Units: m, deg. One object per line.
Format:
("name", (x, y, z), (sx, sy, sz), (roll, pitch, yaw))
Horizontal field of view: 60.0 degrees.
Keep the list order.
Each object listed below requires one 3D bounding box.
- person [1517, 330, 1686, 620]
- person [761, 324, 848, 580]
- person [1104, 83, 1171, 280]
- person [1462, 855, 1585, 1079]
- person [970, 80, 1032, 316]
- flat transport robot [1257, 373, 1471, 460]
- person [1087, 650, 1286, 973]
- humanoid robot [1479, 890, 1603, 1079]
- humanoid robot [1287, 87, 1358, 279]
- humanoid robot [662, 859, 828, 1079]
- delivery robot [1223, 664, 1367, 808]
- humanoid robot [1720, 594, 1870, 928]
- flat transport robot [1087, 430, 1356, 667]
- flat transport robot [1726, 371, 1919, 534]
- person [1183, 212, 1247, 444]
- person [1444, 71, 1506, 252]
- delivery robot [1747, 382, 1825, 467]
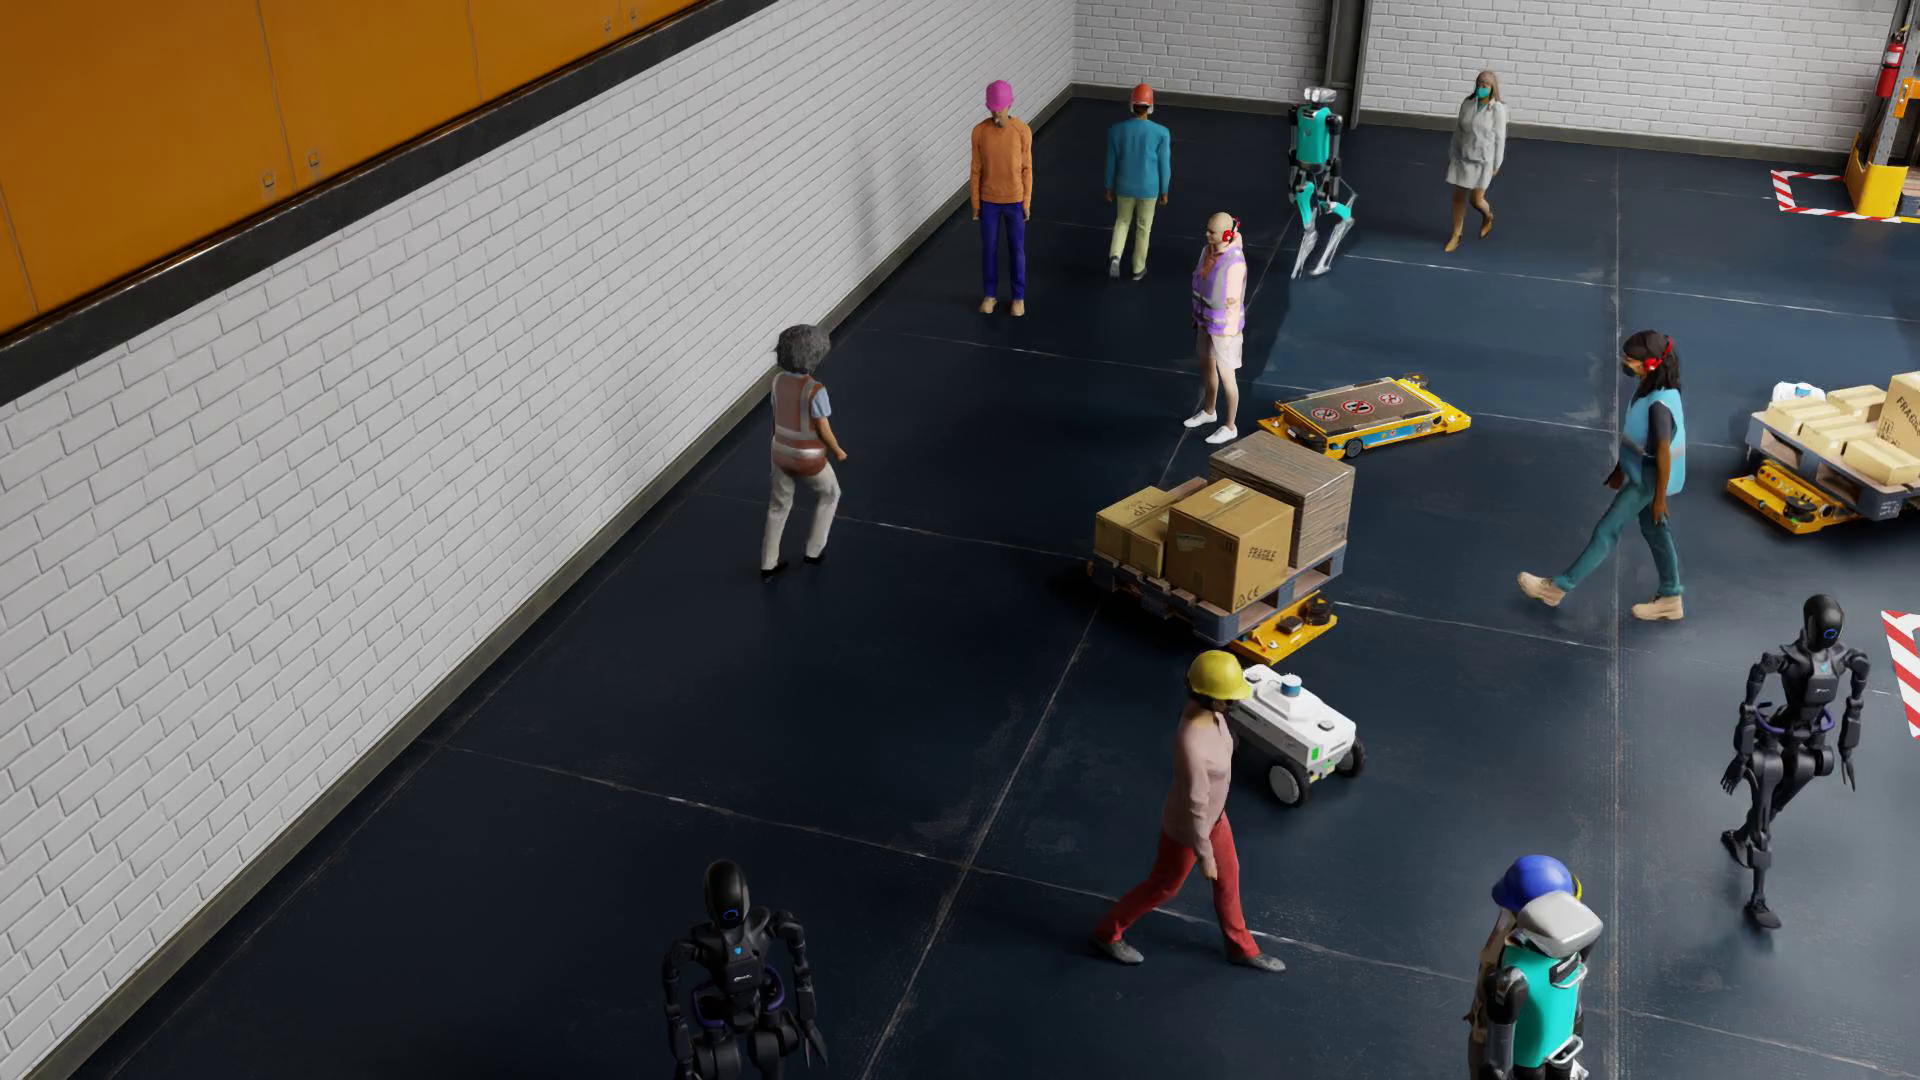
("person", (3.907, -0.342, 9.688), (1.012, 1.796, 0.589), (9, 32, 15))
("person", (-0.974, -0.501, 10.106), (0.449, 1.646, 0.513), (20, 36, 30))
("person", (1.524, -3.061, 14.382), (0.573, 1.737, 0.473), (11, 32, 18))
("person", (1.985, 1.833, 6.022), (0.332, 1.771, 0.465), (-7, 31, -12))
("person", (0.335, -2.820, 13.750), (0.518, 1.972, 0.404), (4, 31, 6))
("flat transport robot", (2.953, -0.890, 12.140), (1.431, 0.231, 0.659), (-13, 33, -21))
("person", (1.001, 1.193, 7.167), (0.874, 1.734, 0.525), (11, 32, 18))
("humanoid robot", (2.088, 2.091, 5.722), (0.531, 1.887, 0.701), (-24, 38, -34))
("humanoid robot", (3.178, -3.041, 14.425), (0.753, 1.855, 0.543), (-24, 38, -34))
("humanoid robot", (-0.808, 1.802, 6.177), (0.585, 1.647, 0.427), (-12, 32, -19))
("delivery robot", (1.718, 0.993, 8.672), (0.499, 0.614, 0.808), (-21, 36, -31))
("humanoid robot", (3.837, 0.976, 7.616), (0.597, 1.625, 0.749), (0, 30, -1))
("flat transport robot", (1.519, 0.293, 10.127), (0.659, 0.231, 1.431), (-26, 39, -37))
("flat transport robot", (6.015, -0.372, 11.257), (1.431, 0.231, 0.659), (-10, 32, -16))
("person", (1.826, -1.513, 11.803), (0.353, 1.685, 0.486), (-14, 33, -22))
("person", (4.691, -3.447, 15.129), (0.493, 1.646, 0.493), (25, 38, 35))
("delivery robot", (5.879, -0.814, 11.723), (0.499, 0.589, 0.784), (13, 33, 21))
